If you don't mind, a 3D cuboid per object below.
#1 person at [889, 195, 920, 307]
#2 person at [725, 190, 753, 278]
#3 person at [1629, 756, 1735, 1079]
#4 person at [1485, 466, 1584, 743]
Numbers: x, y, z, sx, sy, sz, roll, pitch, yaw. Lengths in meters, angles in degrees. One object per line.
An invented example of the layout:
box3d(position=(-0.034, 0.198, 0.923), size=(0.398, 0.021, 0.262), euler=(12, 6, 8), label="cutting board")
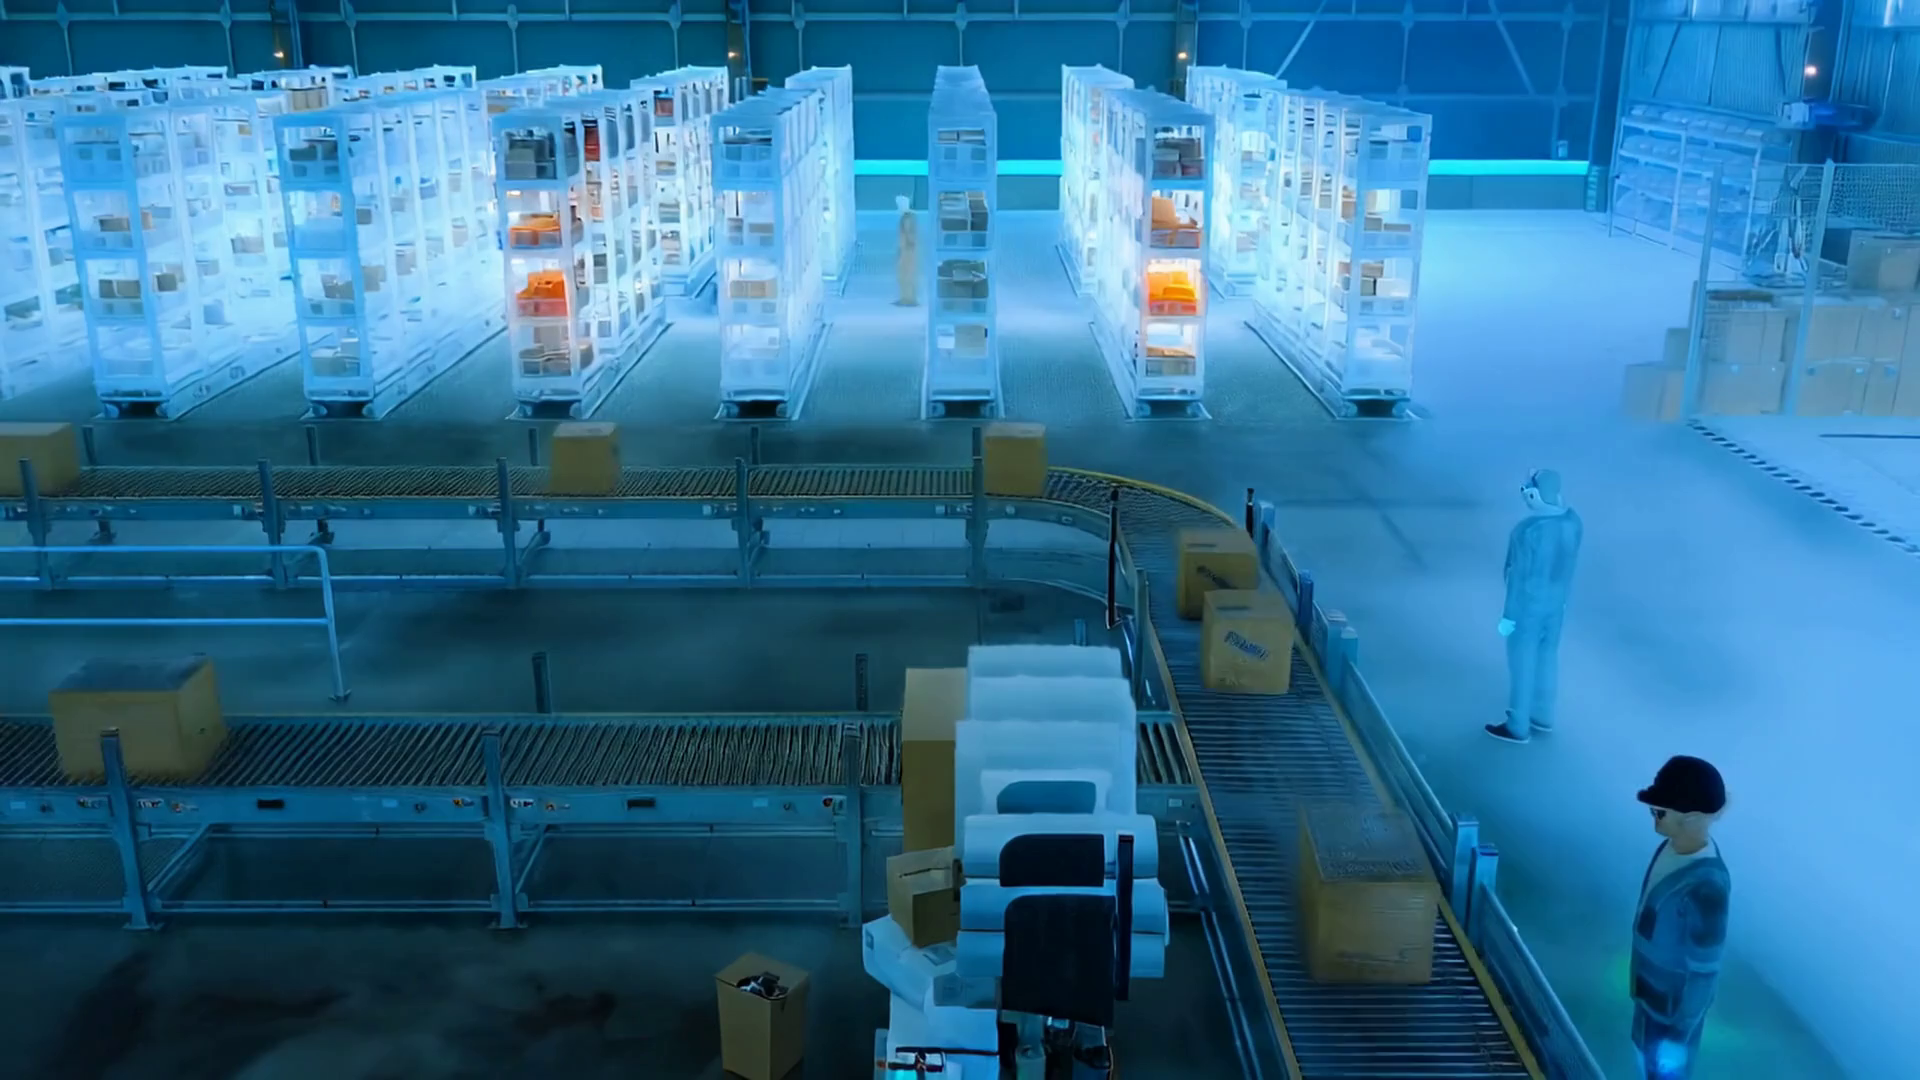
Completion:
box3d(position=(-0.988, -4.729, 27.241), size=(0.668, 1.822, 0.605), euler=(4, 18, 12), label="person")
box3d(position=(-3.737, -5.180, 28.628), size=(0.590, 1.833, 0.404), euler=(-4, 19, -14), label="person")
box3d(position=(2.835, 1.821, 6.730), size=(0.377, 2.041, 0.616), euler=(3, 18, 11), label="person")
box3d(position=(3.864, 0.429, 11.239), size=(0.652, 1.904, 0.403), euler=(-12, 22, -33), label="person")
